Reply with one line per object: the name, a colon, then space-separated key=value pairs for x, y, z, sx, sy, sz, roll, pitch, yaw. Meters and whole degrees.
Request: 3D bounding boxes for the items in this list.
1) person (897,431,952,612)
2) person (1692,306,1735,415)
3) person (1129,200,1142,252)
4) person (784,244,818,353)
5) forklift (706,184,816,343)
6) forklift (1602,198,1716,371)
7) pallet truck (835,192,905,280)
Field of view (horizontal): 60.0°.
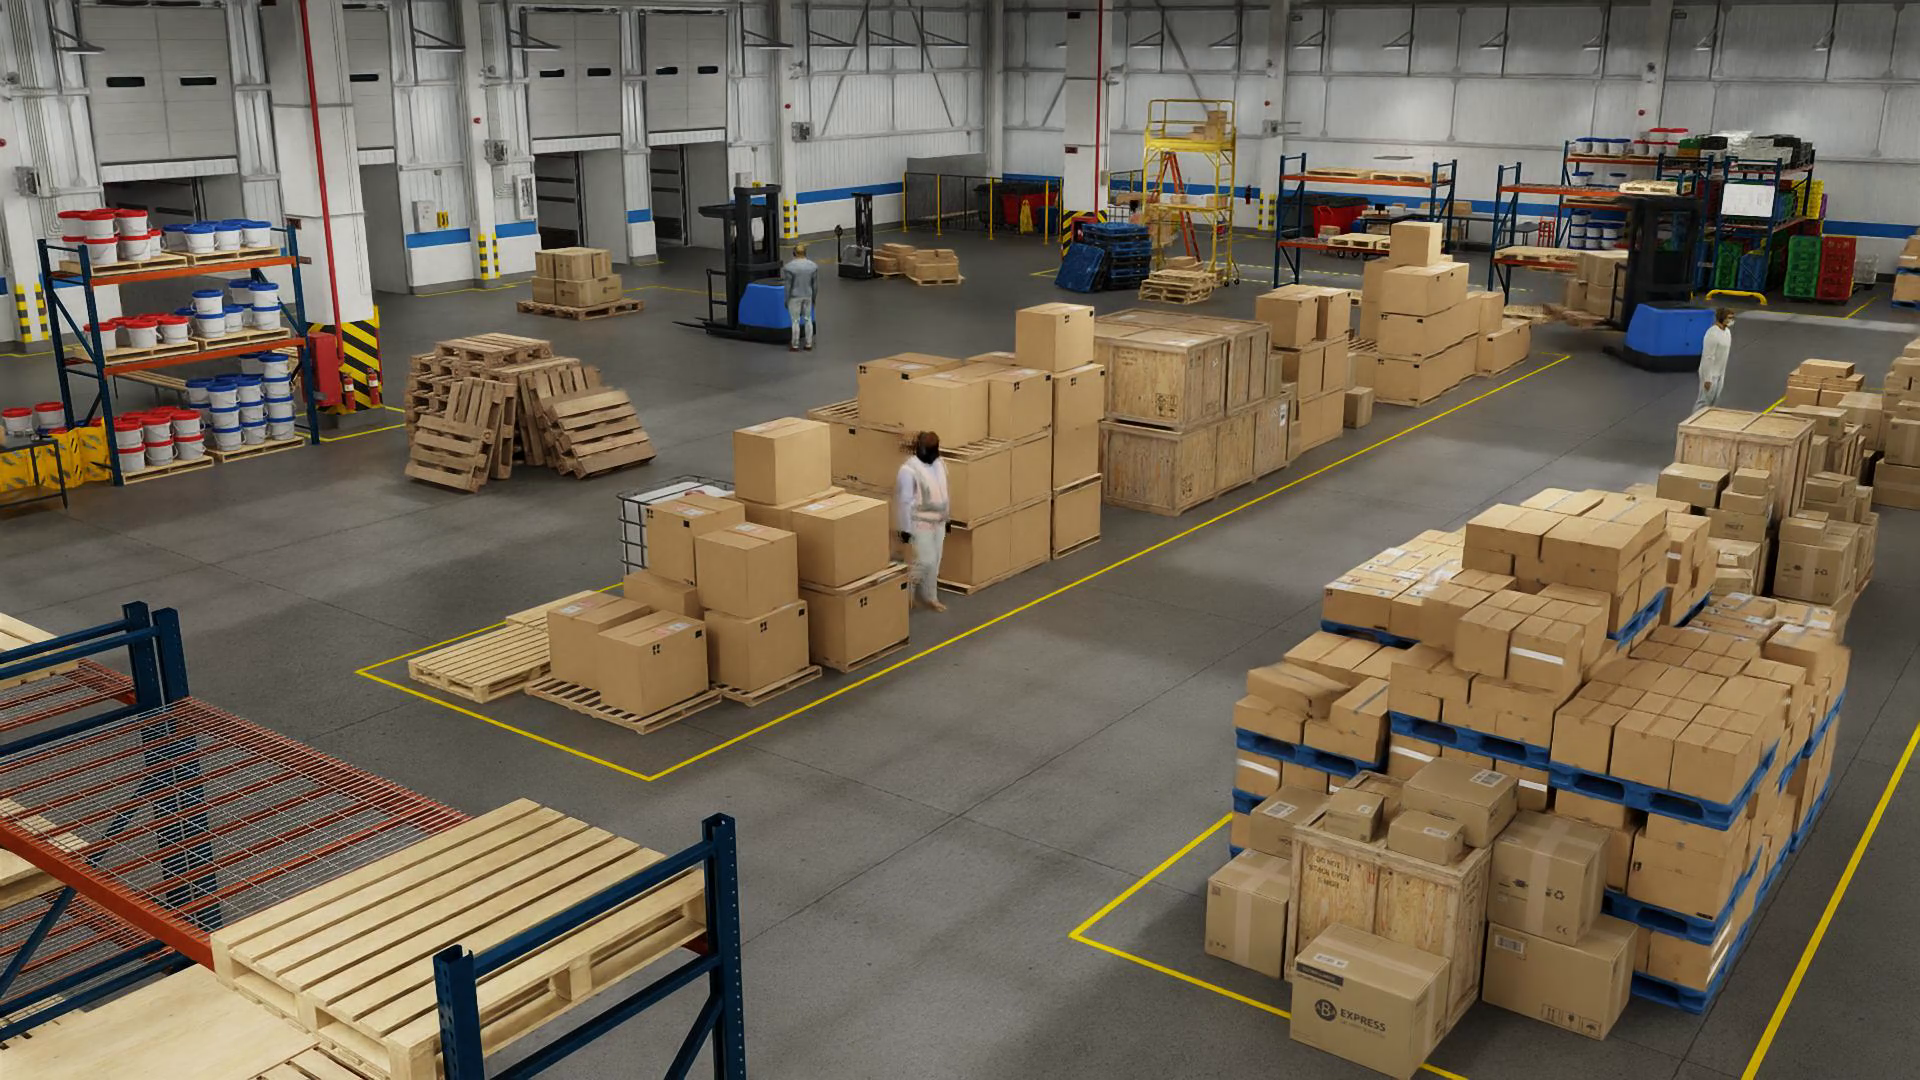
person: x=-0.320 y=-0.172 z=16.134 sx=0.435 sy=1.826 sz=0.634 roll=12 pitch=20 yaw=34
person: x=10.373 y=-2.263 z=22.899 sx=0.375 sy=1.930 sz=0.624 roll=15 pitch=22 yaw=40
person: x=4.153 y=-7.420 z=40.407 sx=0.841 sy=1.653 sz=0.550 roll=0 pitch=17 yaw=1
person: x=-2.839 y=-4.311 z=29.680 sx=0.635 sy=1.929 sz=0.387 roll=-9 pitch=19 yaw=-27
forklift: x=-3.717 y=-5.181 z=30.929 sx=1.873 sy=2.768 sz=1.129 roll=12 pitch=21 yaw=35
forklift: x=12.028 y=-4.398 z=28.339 sx=1.129 sy=2.768 sz=1.873 roll=-1 pitch=17 yaw=-3
pallet truck: x=-1.936 y=-7.159 z=38.982 sx=1.885 sy=1.965 sz=0.823 roll=-12 pitch=21 yaw=-34
